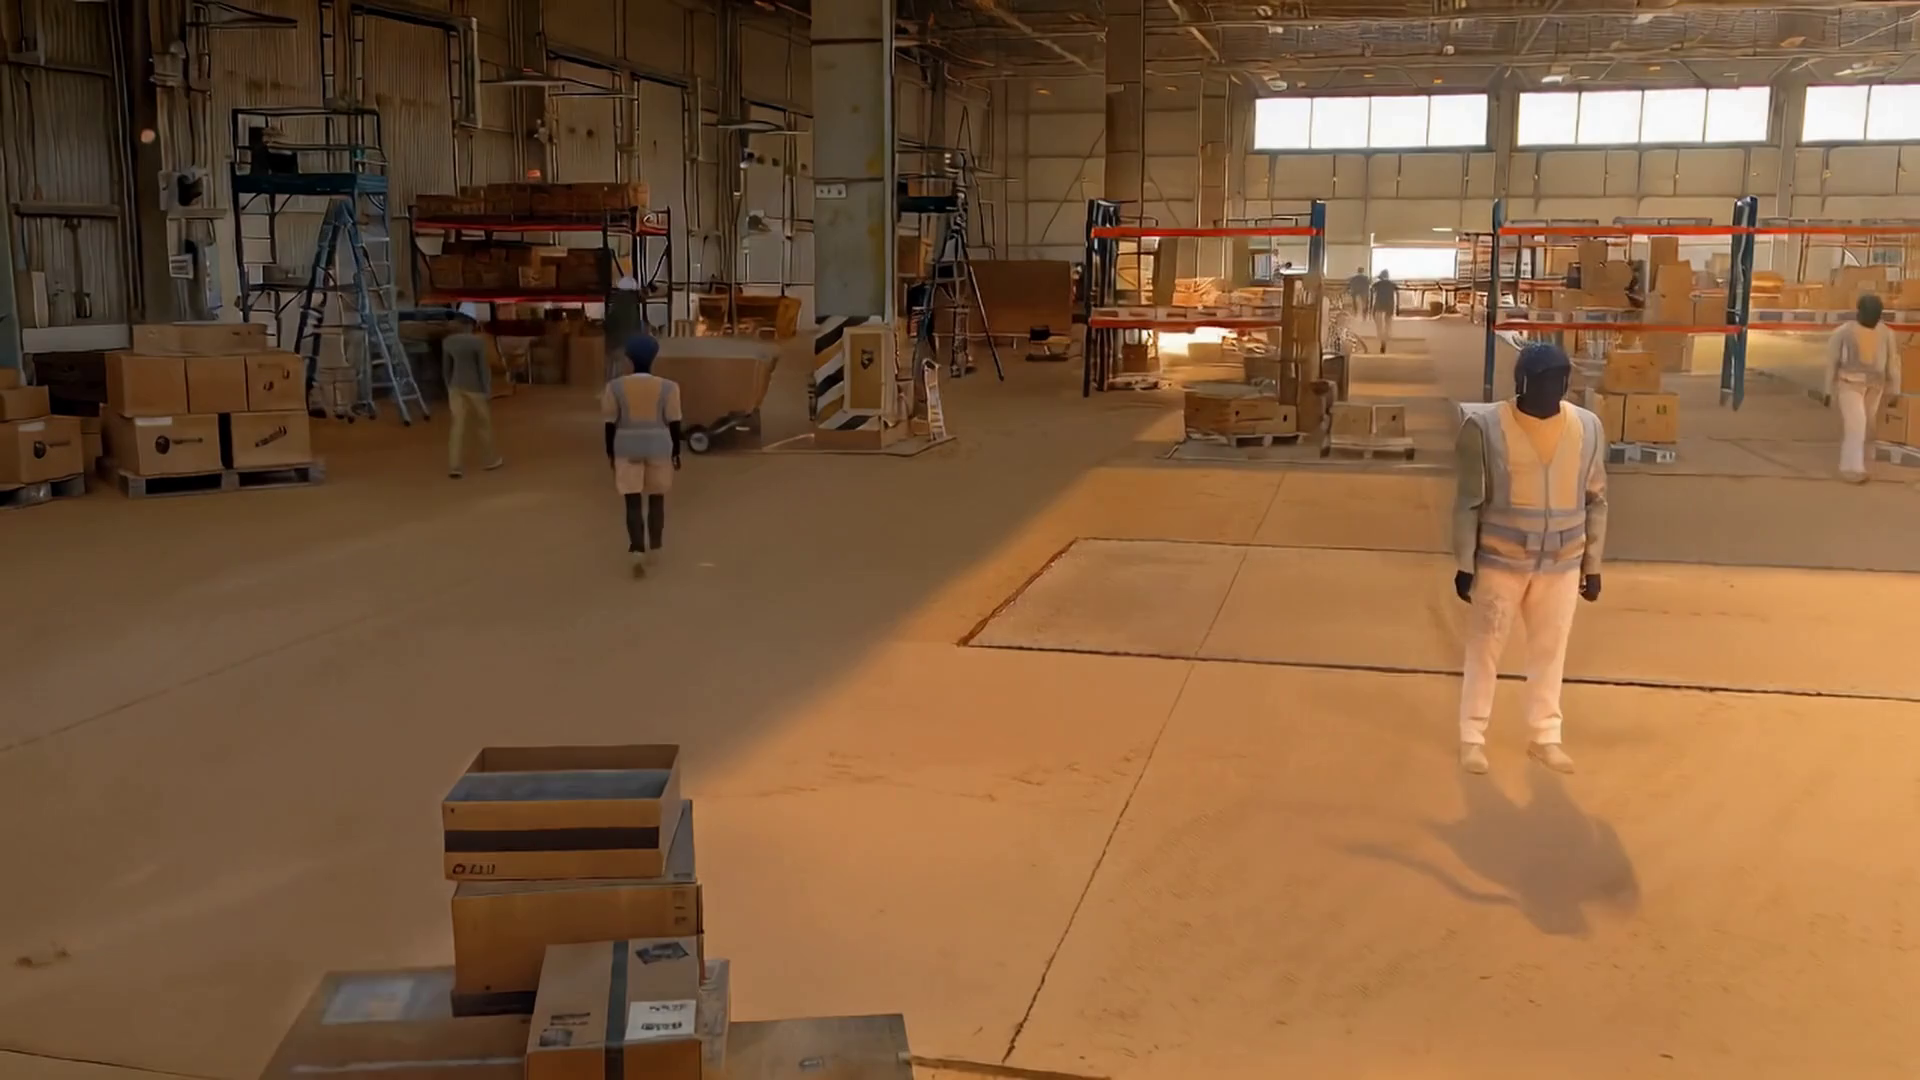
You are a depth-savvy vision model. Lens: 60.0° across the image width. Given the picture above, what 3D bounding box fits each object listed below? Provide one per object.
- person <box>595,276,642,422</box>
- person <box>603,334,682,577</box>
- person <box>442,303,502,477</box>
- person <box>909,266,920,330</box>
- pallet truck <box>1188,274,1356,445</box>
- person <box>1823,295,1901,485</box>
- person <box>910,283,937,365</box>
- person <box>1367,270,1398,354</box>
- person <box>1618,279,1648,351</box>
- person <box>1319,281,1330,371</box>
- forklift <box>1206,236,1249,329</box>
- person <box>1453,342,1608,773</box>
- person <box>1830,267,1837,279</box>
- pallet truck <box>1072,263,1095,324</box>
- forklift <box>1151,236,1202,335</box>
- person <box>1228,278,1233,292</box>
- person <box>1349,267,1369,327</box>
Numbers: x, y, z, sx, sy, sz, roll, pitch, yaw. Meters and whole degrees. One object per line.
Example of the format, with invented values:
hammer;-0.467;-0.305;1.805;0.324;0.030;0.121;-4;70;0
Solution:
person;-4.315;-2.459;21.687;1.068;1.941;0.611;0;10;1
person;-2.187;-0.592;11.489;0.536;1.656;0.850;-2;10;-11
person;-4.917;-1.504;16.659;0.542;1.712;0.903;2;10;9
person;-1.330;-7.309;50.255;0.387;1.929;0.550;3;10;17
pallet truck;3.653;-2.138;19.590;1.885;1.965;0.823;-4;10;-20
person;8.665;-1.412;15.846;0.662;1.811;0.839;-1;10;-4
person;-0.719;-4.344;32.908;0.573;1.884;0.359;7;12;36
person;9.602;-5.172;37.802;0.630;1.890;1.034;-1;10;-3
person;11.665;-3.642;28.995;0.506;1.823;0.888;-5;11;-25
person;6.895;-4.091;31.864;0.484;1.737;0.324;-4;11;-25
forklift;8.478;-7.818;50.437;1.873;2.768;1.129;3;10;18
person;2.394;0.085;6.999;0.638;1.836;0.431;0;10;0
person;27.259;-7.594;52.106;0.974;1.863;0.622;5;11;26
pallet truck;4.325;-8.180;55.162;0.823;1.965;1.885;6;11;31
forklift;5.867;-7.214;46.879;1.873;2.768;1.129;2;10;14
person;8.616;-7.472;52.047;0.520;1.640;0.307;6;11;30
person;12.524;-7.621;52.201;0.651;1.884;1.025;6;11;31
